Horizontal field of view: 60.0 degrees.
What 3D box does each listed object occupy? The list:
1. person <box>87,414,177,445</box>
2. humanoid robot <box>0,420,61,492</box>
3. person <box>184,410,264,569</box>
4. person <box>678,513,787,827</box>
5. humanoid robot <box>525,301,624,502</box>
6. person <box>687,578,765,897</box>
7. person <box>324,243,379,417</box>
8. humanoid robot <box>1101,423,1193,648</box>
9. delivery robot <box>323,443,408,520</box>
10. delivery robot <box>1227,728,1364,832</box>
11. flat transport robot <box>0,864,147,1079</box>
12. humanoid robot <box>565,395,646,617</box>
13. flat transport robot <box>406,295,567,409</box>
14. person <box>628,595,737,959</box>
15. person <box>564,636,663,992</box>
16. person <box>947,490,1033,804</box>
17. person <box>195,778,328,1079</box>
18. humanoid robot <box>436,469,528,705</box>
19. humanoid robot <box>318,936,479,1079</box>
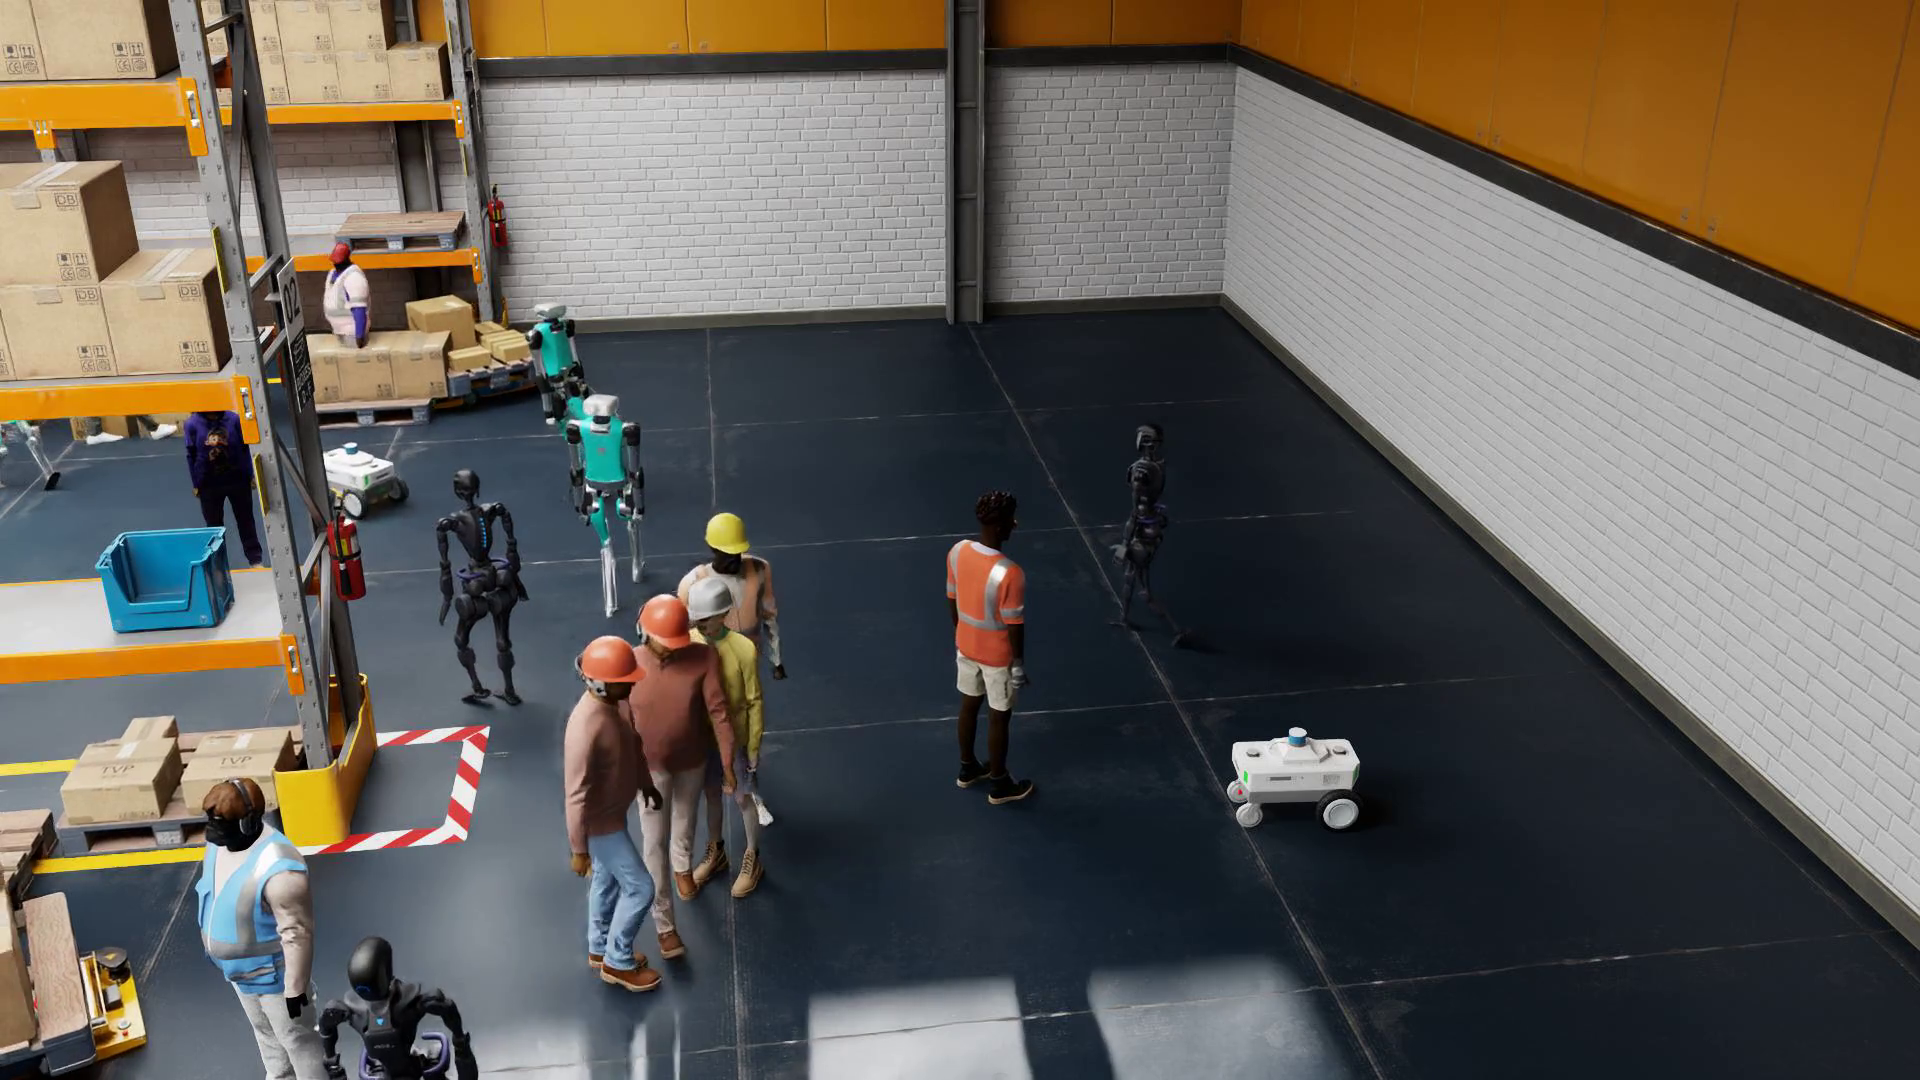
[{"bbox_3d":[-7.891,-1.780,15.530,0.857,1.823,0.555,-12,26,-25],"label":"person"},{"bbox_3d":[-8.312,-1.231,14.412,0.970,1.774,0.554,8,25,18],"label":"humanoid robot"},{"bbox_3d":[-5.632,-0.445,12.721,0.448,1.623,0.334,-14,27,-29],"label":"person"},{"bbox_3d":[-1.372,0.675,9.850,0.593,1.885,0.911,-17,29,-33],"label":"person"},{"bbox_3d":[-3.196,-1.099,14.141,0.830,1.812,0.539,11,26,24],"label":"humanoid robot"},{"bbox_3d":[-1.283,1.053,8.984,0.486,1.888,0.396,10,25,21],"label":"person"},{"bbox_3d":[-5.969,-2.058,16.275,0.421,1.734,0.669,-17,29,-33],"label":"person"},{"bbox_3d":[1.362,-0.046,11.788,0.693,1.647,0.600,11,26,23],"label":"humanoid robot"},{"bbox_3d":[-5.176,-0.546,14.254,0.749,0.569,0.499,14,27,29],"label":"delivery robot"},{"bbox_3d":[2.006,1.405,9.864,0.803,0.614,0.499,-1,24,-3],"label":"delivery robot"},{"bbox_3d":[-4.707,2.401,7.927,1.431,0.231,0.659,-14,27,-28],"label":"flat transport robot"},{"bbox_3d":[-2.561,-0.354,12.440,0.546,1.767,0.992,0,24,-1],"label":"humanoid robot"},{"bbox_3d":[-4.860,-1.638,17.128,1.431,0.231,0.659,-17,29,-34],"label":"flat transport robot"},{"bbox_3d":[-1.474,1.180,8.642,0.606,1.934,0.972,-10,25,-21],"label":"person"},{"bbox_3d":[-1.692,1.352,8.204,0.556,1.968,0.646,0,24,1],"label":"person"},{"bbox_3d":[0.177,0.628,9.856,0.369,1.964,0.607,-19,30,-37],"label":"person"},{"bbox_3d":[-3.030,1.844,7.237,0.624,1.846,0.429,18,29,35],"label":"person"},{"bbox_3d":[-3.134,0.315,10.927,0.614,1.644,0.374,-22,32,-40],"label":"humanoid robot"},{"bbox_3d":[-2.192,2.196,6.660,0.609,1.628,0.492,-4,24,-8],"label":"humanoid robot"}]
